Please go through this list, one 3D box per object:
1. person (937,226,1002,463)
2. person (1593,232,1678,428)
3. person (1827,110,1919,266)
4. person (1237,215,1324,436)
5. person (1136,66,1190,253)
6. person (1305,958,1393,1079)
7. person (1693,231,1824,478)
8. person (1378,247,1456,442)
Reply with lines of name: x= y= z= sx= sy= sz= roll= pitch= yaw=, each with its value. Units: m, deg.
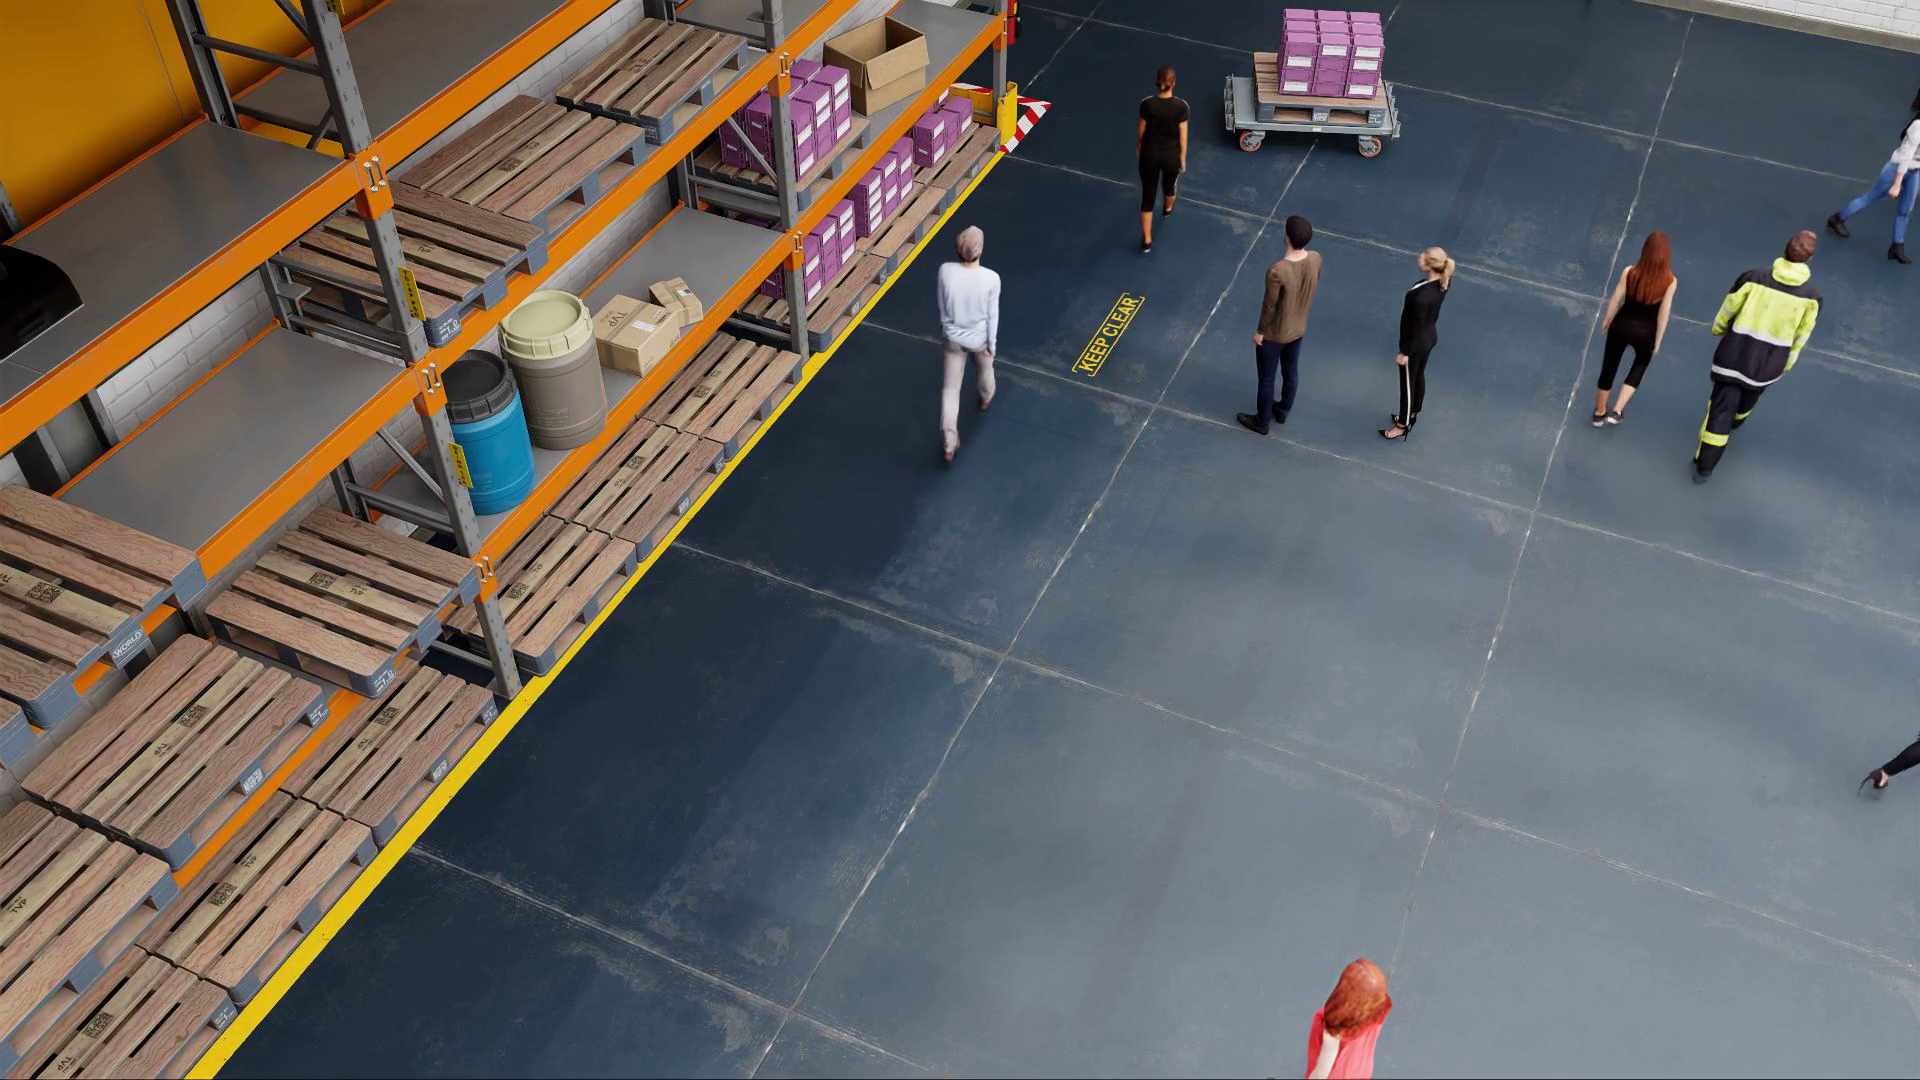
person: x=0.019 y=-1.433 z=12.373 sx=0.875 sy=1.844 sz=1.310 roll=8 pitch=44 yaw=8
person: x=5.057 y=-1.530 z=12.565 sx=0.620 sy=1.721 sz=0.578 roll=23 pitch=48 yaw=22
person: x=8.075 y=-3.197 z=14.409 sx=1.081 sy=1.591 sz=0.996 roll=-29 pitch=51 yaw=-27
person: x=2.435 y=-1.613 z=12.530 sx=0.685 sy=1.889 sz=0.801 roll=-26 pitch=49 yaw=-25
person: x=1.728 y=-3.278 z=14.468 sx=0.784 sy=1.627 sz=1.121 roll=8 pitch=44 yaw=9
person: x=1.860 y=2.608 z=8.144 sx=0.622 sy=1.827 sz=0.732 roll=-24 pitch=49 yaw=-23
person: x=5.795 y=-1.336 z=12.201 sx=0.815 sy=1.940 sz=1.220 roll=16 pitch=46 yaw=16
person: x=3.448 y=-1.466 z=12.509 sx=0.718 sy=1.705 sz=0.544 roll=29 pitch=51 yaw=27
